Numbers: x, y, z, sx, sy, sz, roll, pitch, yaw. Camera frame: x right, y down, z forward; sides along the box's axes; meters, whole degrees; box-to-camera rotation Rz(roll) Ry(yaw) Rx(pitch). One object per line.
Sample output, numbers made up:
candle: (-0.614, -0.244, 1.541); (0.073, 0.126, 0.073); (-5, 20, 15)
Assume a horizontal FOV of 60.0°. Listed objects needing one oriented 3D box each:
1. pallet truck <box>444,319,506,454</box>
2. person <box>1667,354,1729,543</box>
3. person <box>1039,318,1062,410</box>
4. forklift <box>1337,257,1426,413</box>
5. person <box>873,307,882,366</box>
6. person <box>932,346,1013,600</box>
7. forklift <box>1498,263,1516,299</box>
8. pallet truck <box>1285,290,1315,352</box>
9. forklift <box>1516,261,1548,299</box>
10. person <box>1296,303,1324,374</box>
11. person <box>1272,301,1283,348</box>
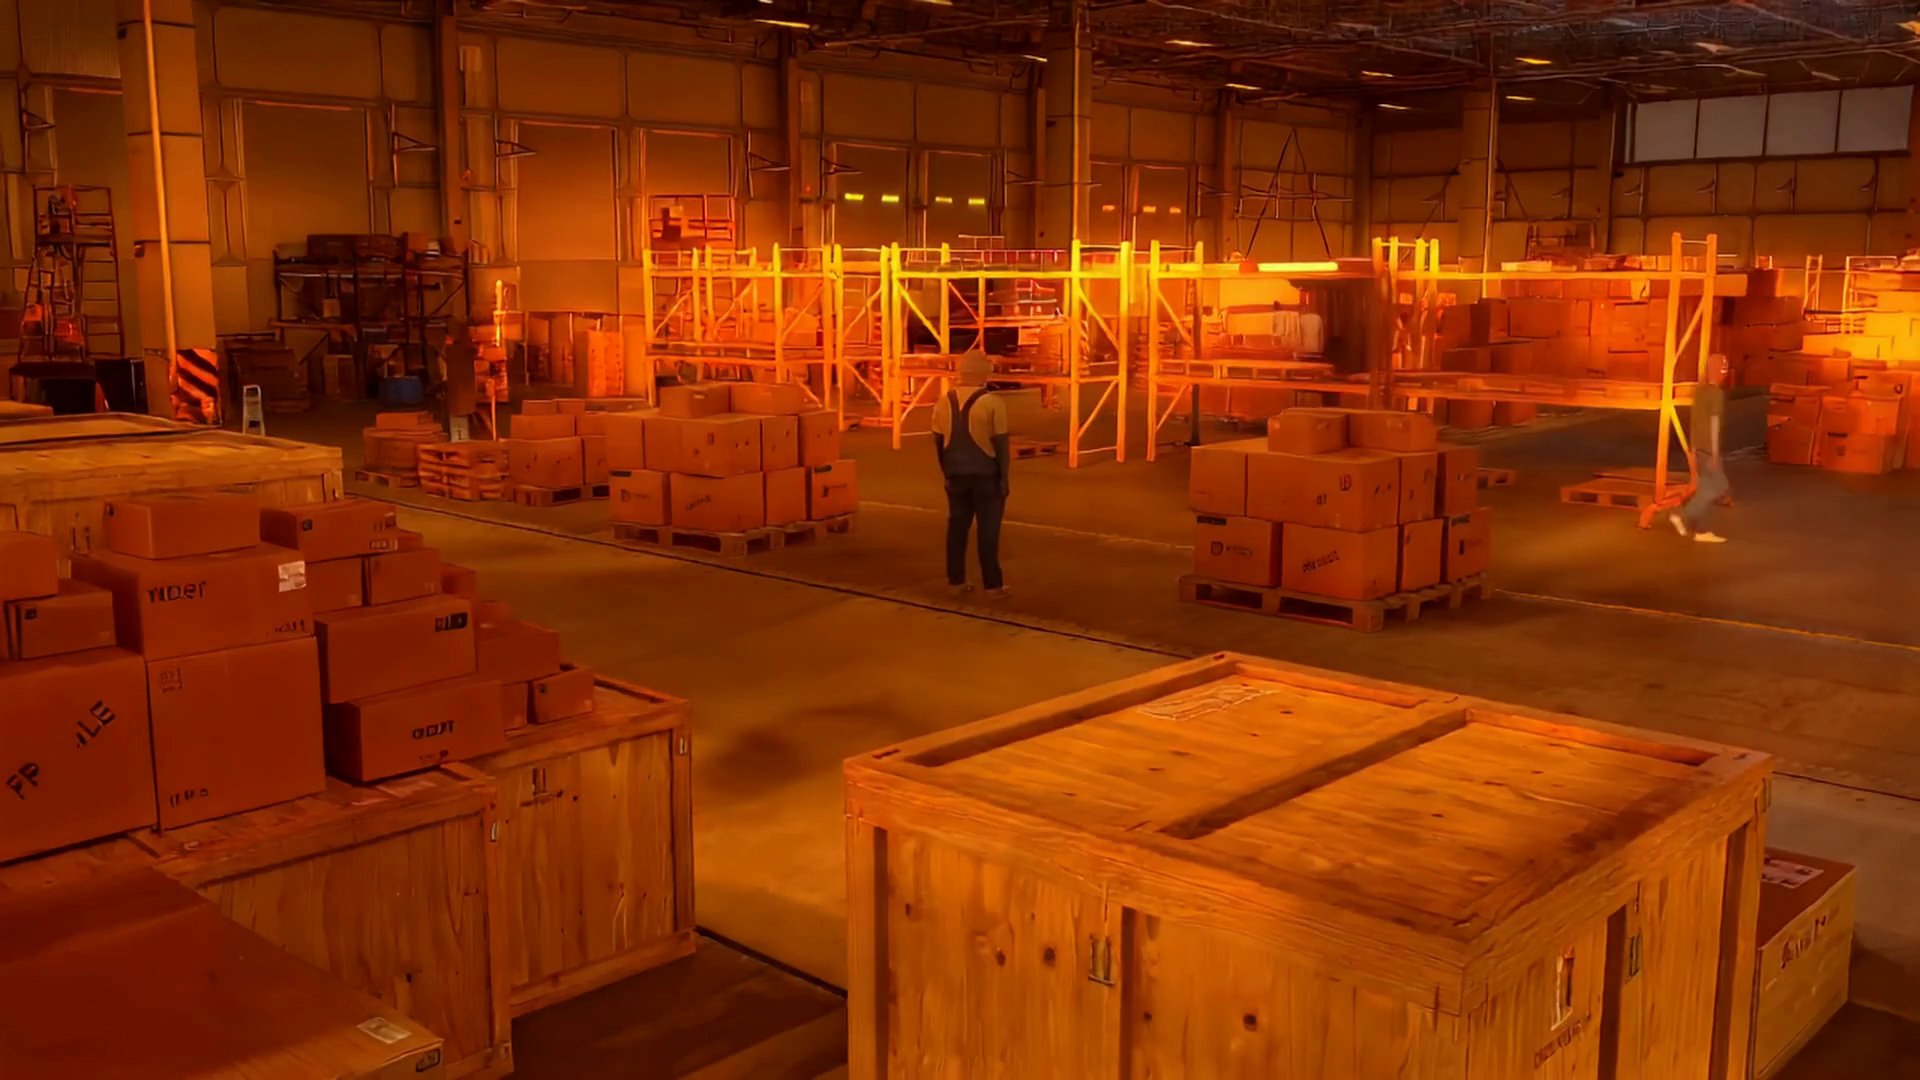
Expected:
pallet truck: (-6.981, -1.942, 22.150); (1.885, 1.965, 0.823); (1, 9, 9)
person: (7.181, -0.880, 16.092); (0.485, 1.842, 0.561); (0, 9, 2)
person: (1.735, -3.332, 31.484); (0.488, 1.736, 0.321); (-5, 11, -29)
forklift: (6.183, -2.931, 25.513); (1.873, 2.768, 1.129); (9, 13, 43)
person: (-2.162, -5.388, 44.410); (0.324, 1.631, 0.522); (-1, 9, -4)
person: (0.151, -0.544, 13.451); (0.687, 2.000, 0.538); (6, 11, 33)
forklift: (15.200, -6.325, 46.322); (1.873, 2.768, 1.129); (2, 10, 15)
pallet truck: (11.297, -6.951, 52.861); (1.885, 1.965, 0.823); (-5, 11, -29)
forklift: (12.925, -4.937, 37.812); (1.873, 2.768, 1.129); (9, 13, 43)
person: (7.668, -4.212, 36.322); (0.640, 1.918, 0.540); (1, 9, 7)
person: (9.767, -6.498, 51.084); (0.446, 1.659, 0.566); (2, 9, 11)
